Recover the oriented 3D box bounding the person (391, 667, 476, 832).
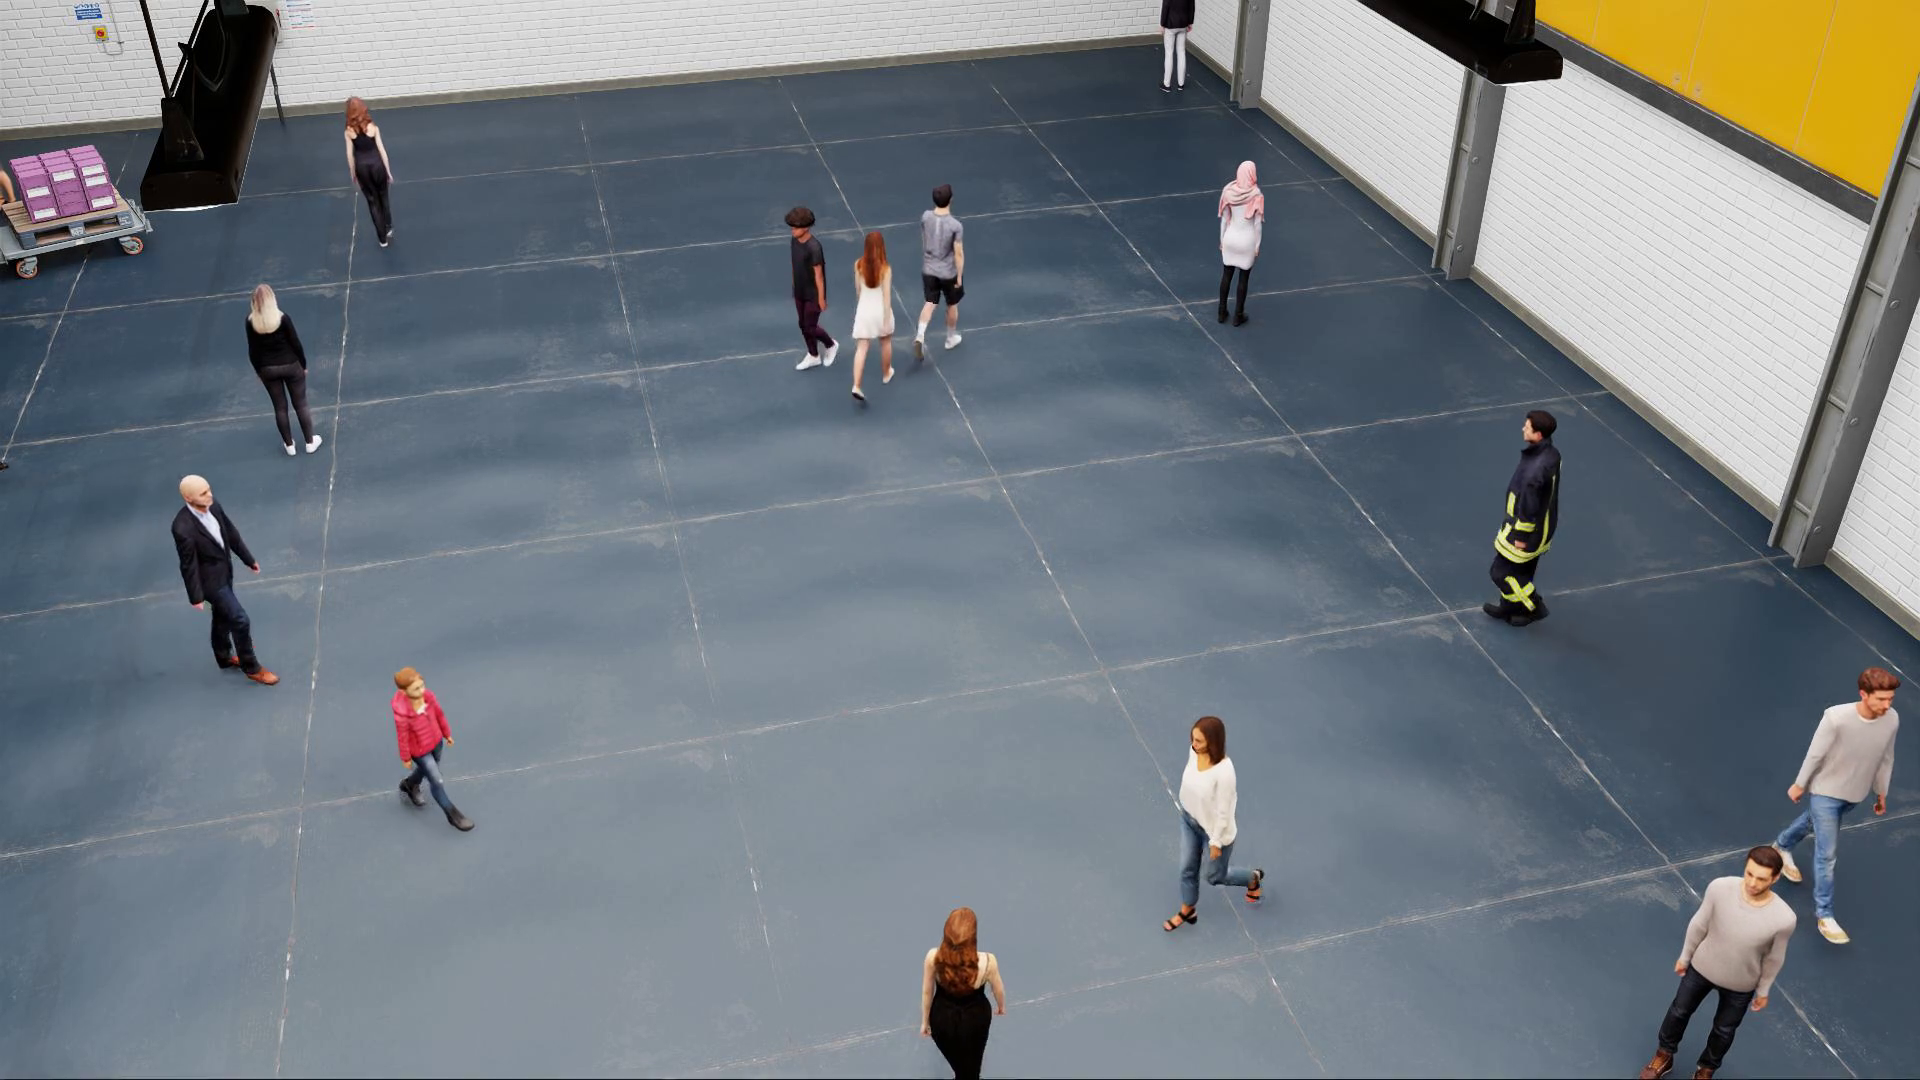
[{"bbox_3d":[-3.669,1.380,11.267,0.932,1.292,0.890,16,37,22],"label":"person"}]

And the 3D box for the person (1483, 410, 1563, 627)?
[{"bbox_3d":[4.514,-0.111,12.949,1.021,1.912,0.951,15,36,21],"label":"person"}]

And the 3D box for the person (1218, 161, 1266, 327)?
[{"bbox_3d":[2.961,-3.141,17.608,0.721,1.801,0.777,16,37,23],"label":"person"}]

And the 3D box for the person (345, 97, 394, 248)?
[{"bbox_3d":[-6.849,-4.249,19.346,0.651,1.722,0.804,-12,36,-18],"label":"person"}]

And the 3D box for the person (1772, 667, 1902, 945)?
[{"bbox_3d":[5.507,1.528,10.539,0.771,1.850,1.190,-5,34,-8],"label":"person"}]

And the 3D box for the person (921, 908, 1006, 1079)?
[{"bbox_3d":[-0.013,2.688,9.030,0.866,1.589,1.113,4,34,7],"label":"person"}]

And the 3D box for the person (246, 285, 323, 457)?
[{"bbox_3d":[-6.252,-1.558,15.328,0.622,1.687,0.531,-8,34,-12],"label":"person"}]

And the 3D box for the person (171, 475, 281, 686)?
[{"bbox_3d":[-5.674,0.273,12.492,0.906,1.778,0.872,1,34,2],"label":"person"}]

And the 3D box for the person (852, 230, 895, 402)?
[{"bbox_3d":[-0.877,-2.167,16.247,0.917,1.686,1.154,9,35,13],"label":"person"}]

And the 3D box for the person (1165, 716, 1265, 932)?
[{"bbox_3d":[1.614,1.758,10.362,0.807,1.663,0.906,-18,38,-25],"label":"person"}]

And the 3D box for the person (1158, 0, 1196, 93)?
[{"bbox_3d":[3.128,-7.424,24.012,0.648,1.844,0.547,-7,34,-11],"label":"person"}]

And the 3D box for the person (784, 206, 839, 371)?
[{"bbox_3d":[-1.459,-2.543,16.739,0.872,1.766,0.805,-26,41,-33],"label":"person"}]

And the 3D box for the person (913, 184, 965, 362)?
[{"bbox_3d":[-0.244,-2.704,16.911,1.057,1.845,1.140,17,37,23],"label":"person"}]

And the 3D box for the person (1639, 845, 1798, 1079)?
[{"bbox_3d":[4.245,2.389,9.228,0.723,1.868,0.806,22,39,29],"label":"person"}]
